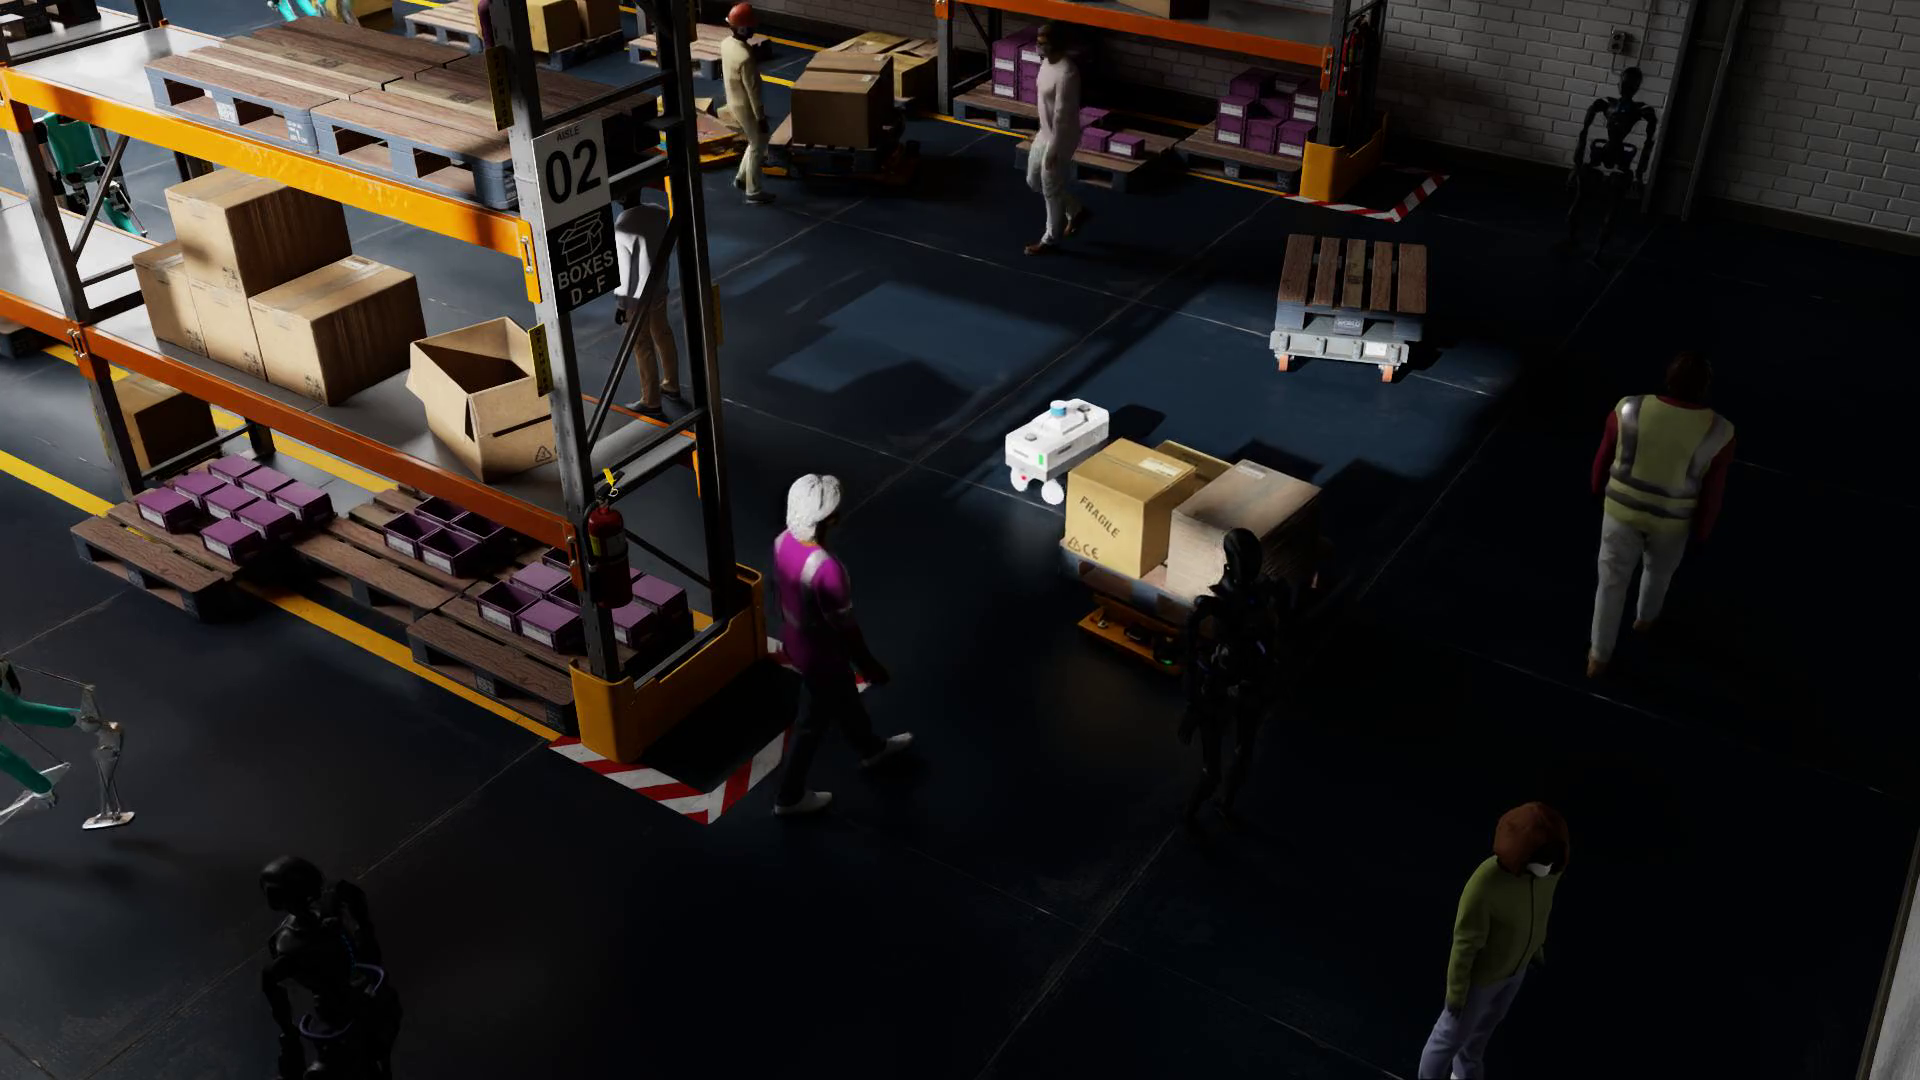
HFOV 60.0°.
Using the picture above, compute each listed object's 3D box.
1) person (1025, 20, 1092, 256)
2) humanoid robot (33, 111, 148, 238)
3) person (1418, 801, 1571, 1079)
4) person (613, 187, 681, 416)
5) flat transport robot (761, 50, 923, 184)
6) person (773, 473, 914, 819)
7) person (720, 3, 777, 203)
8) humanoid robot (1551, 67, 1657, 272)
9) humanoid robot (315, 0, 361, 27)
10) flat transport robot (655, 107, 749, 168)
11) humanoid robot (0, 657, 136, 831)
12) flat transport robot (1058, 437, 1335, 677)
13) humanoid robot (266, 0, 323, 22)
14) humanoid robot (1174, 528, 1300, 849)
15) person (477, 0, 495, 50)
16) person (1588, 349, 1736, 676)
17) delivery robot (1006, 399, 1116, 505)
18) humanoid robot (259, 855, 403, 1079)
[{"bbox_3d":[0.796,-3.187,13.265,0.519,1.919,0.633,-8,34,-12],"label":"person"},{"bbox_3d":[-6.234,-2.437,12.148,0.735,1.681,0.533,23,40,31],"label":"humanoid robot"},{"bbox_3d":[1.989,1.593,6.170,0.500,1.632,0.286,-19,38,-27],"label":"person"},{"bbox_3d":[-2.138,-1.672,11.082,0.343,1.746,0.571,15,36,22],"label":"person"},{"bbox_3d":[-1.108,-3.503,15.257,1.431,0.231,0.659,6,34,9],"label":"flat transport robot"},{"bbox_3d":[-0.570,0.480,7.721,0.828,1.809,0.530,-16,36,-23],"label":"person"},{"bbox_3d":[-1.799,-3.726,14.248,0.396,1.728,0.607,-12,35,-18],"label":"person"},{"bbox_3d":[5.111,-2.943,13.113,0.596,1.646,0.463,13,35,19],"label":"humanoid robot"},{"bbox_3d":[-6.755,-6.103,17.927,0.766,1.796,0.539,18,37,26],"label":"humanoid robot"},{"bbox_3d":[-2.609,-3.852,15.793,0.659,0.231,1.431,-22,39,-30],"label":"flat transport robot"},{"bbox_3d":[-4.209,0.751,7.403,1.068,1.741,0.551,-3,33,-4],"label":"humanoid robot"},{"bbox_3d":[1.355,0.265,9.466,0.659,0.231,1.431,25,40,33],"label":"flat transport robot"},{"bbox_3d":[-6.859,-5.637,17.190,0.817,1.748,0.540,26,41,34],"label":"humanoid robot"},{"bbox_3d":[1.258,0.666,7.554,0.594,1.657,0.335,-13,35,-19],"label":"humanoid robot"},{"bbox_3d":[-4.037,-4.272,14.895,0.417,1.955,0.493,19,38,27],"label":"person"},{"bbox_3d":[3.641,-0.199,8.763,0.646,1.802,0.879,15,36,22],"label":"person"},{"bbox_3d":[0.644,-0.605,10.554,0.510,0.610,0.782,27,42,35],"label":"delivery robot"},{"bbox_3d":[-2.200,1.737,5.909,0.335,1.645,0.599,9,34,13],"label":"humanoid robot"}]
